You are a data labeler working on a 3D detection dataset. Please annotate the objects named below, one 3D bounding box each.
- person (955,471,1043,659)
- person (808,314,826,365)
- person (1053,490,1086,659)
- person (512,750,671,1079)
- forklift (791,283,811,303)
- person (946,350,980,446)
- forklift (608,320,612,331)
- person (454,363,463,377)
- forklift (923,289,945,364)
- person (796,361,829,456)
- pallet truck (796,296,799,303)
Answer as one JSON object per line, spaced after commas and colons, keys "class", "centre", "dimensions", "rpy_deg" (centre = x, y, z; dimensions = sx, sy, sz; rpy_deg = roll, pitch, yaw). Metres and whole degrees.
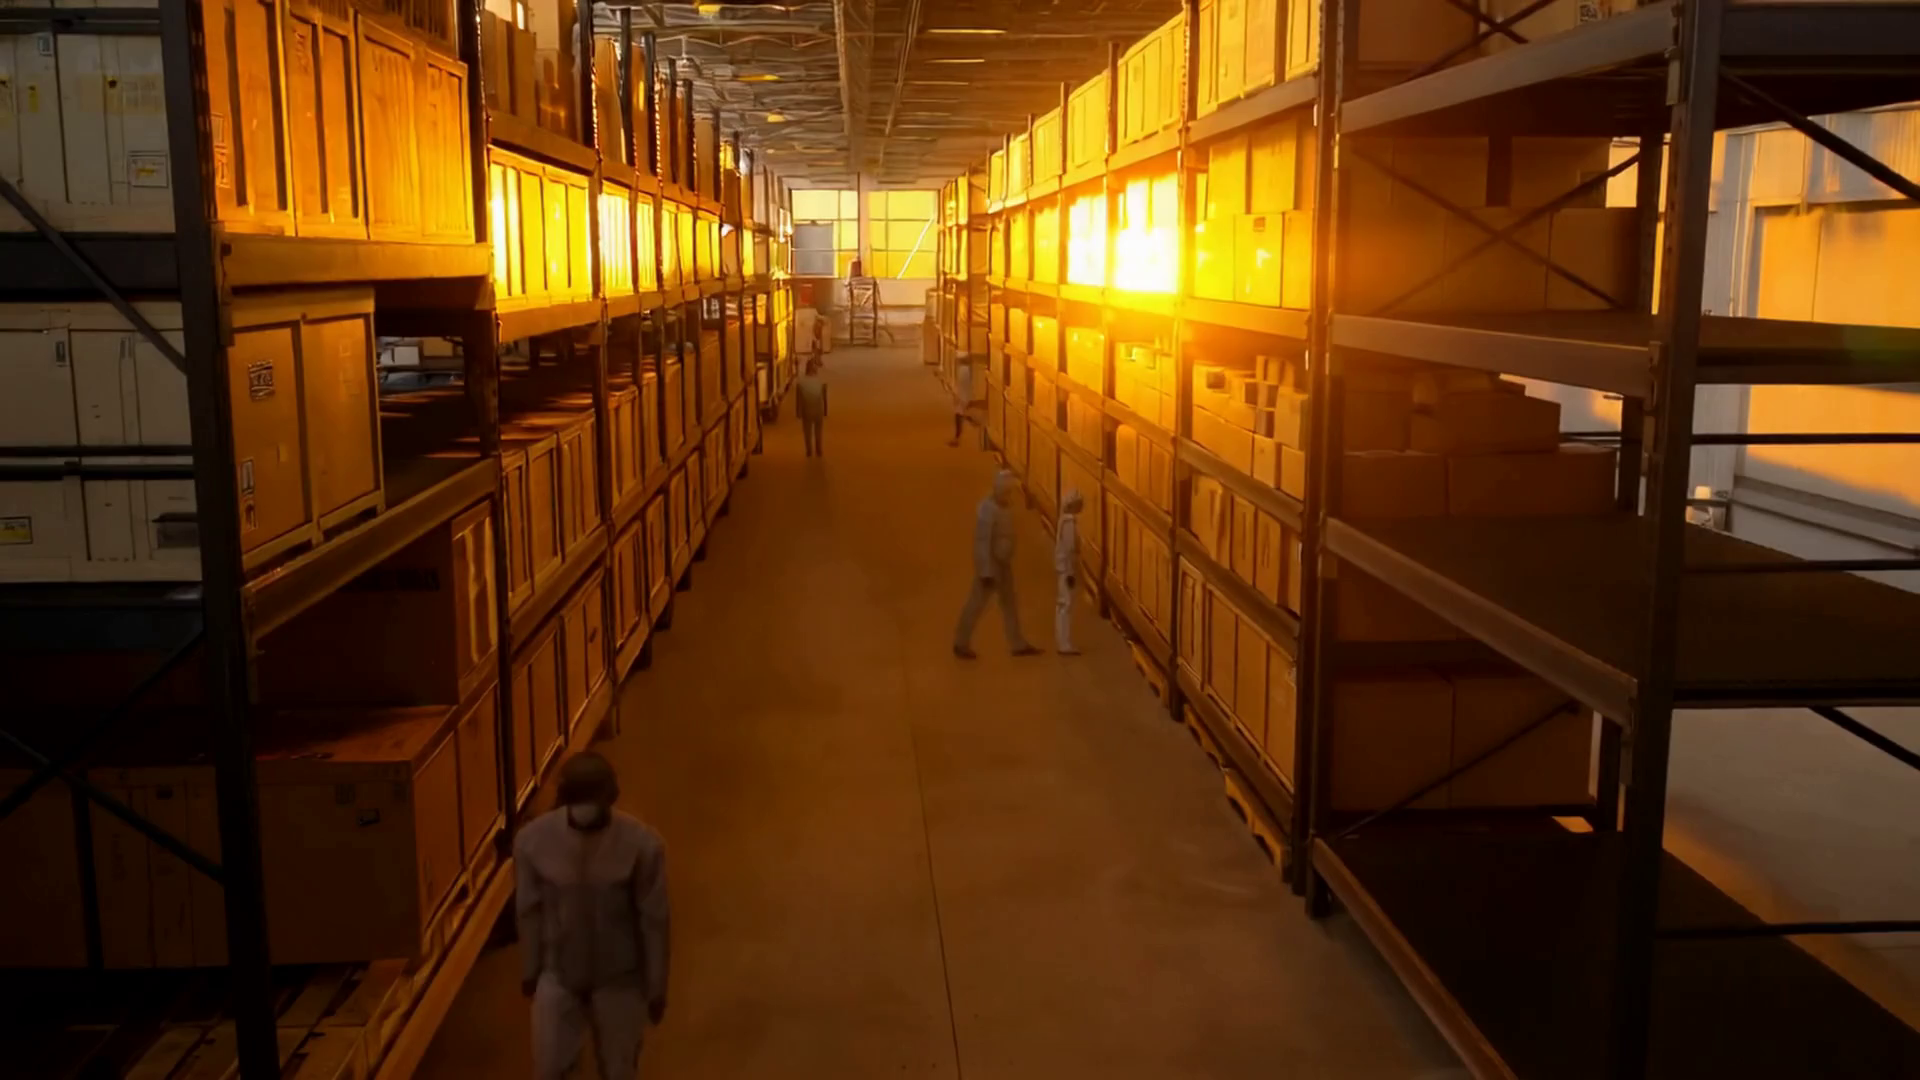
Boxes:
{"class": "person", "centre": [0.349, 0.245, 16.114], "dimensions": [0.856, 1.854, 0.664], "rpy_deg": [3, 10, 15]}
{"class": "person", "centre": [-5.336, -7.444, 61.842], "dimensions": [0.805, 1.914, 0.552], "rpy_deg": [5, 11, 26]}
{"class": "person", "centre": [1.065, 0.326, 16.219], "dimensions": [0.315, 1.640, 0.515], "rpy_deg": [0, 10, 1]}
{"class": "person", "centre": [-1.484, 1.775, 6.730], "dimensions": [0.654, 1.916, 0.520], "rpy_deg": [0, 10, 1]}
{"class": "forklift", "centre": [-7.500, -10.746, 78.661], "dimensions": [1.129, 2.768, 1.873], "rpy_deg": [-2, 10, -10]}
{"class": "person", "centre": [0.169, -2.960, 34.712], "dimensions": [0.861, 2.022, 0.618], "rpy_deg": [0, 10, -1]}
{"class": "forklift", "centre": [-13.756, -8.406, 64.682], "dimensions": [1.873, 2.768, 1.129], "rpy_deg": [-1, 10, -4]}
{"class": "person", "centre": [-10.355, -2.803, 34.397], "dimensions": [0.869, 1.819, 0.574], "rpy_deg": [0, 10, 0]}
{"class": "forklift", "centre": [-0.810, -8.123, 62.989], "dimensions": [1.129, 2.768, 1.873], "rpy_deg": [-1, 10, -3]}
{"class": "person", "centre": [-2.920, -2.586, 32.863], "dimensions": [0.650, 1.893, 0.622], "rpy_deg": [-1, 10, -9]}
{"class": "pallet truck", "centre": [-8.622, -12.439, 91.403], "dimensions": [1.885, 1.965, 0.823], "rpy_deg": [2, 10, 13]}
